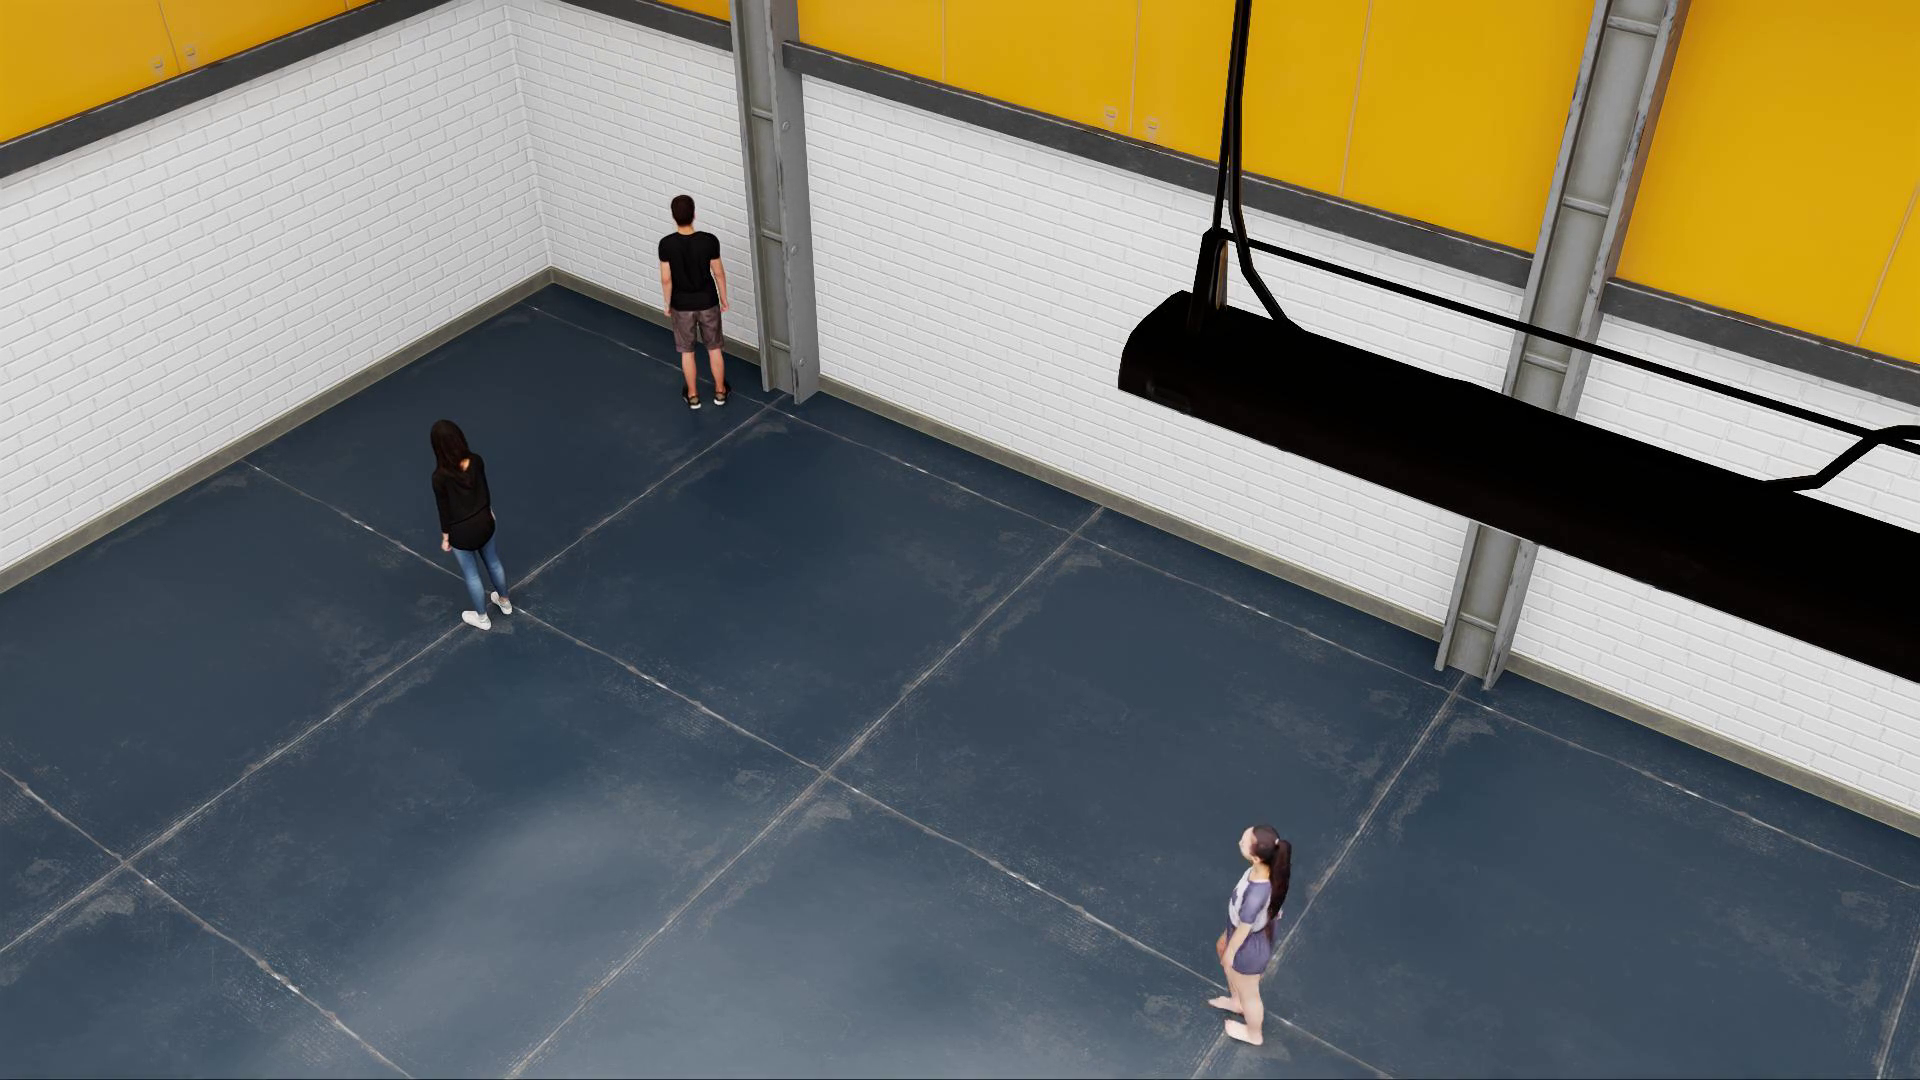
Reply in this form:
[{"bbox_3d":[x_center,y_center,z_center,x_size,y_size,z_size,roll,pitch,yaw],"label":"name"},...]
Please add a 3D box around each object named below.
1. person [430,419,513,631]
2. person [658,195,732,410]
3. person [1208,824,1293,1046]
[{"bbox_3d":[-3.335,-0.107,11.291,0.525,1.644,0.590,27,46,30],"label":"person"},{"bbox_3d":[-2.140,-1.906,13.369,0.760,1.861,0.807,-8,39,-10],"label":"person"},{"bbox_3d":[1.590,2.071,8.570,0.619,1.636,0.640,19,42,22],"label":"person"}]
